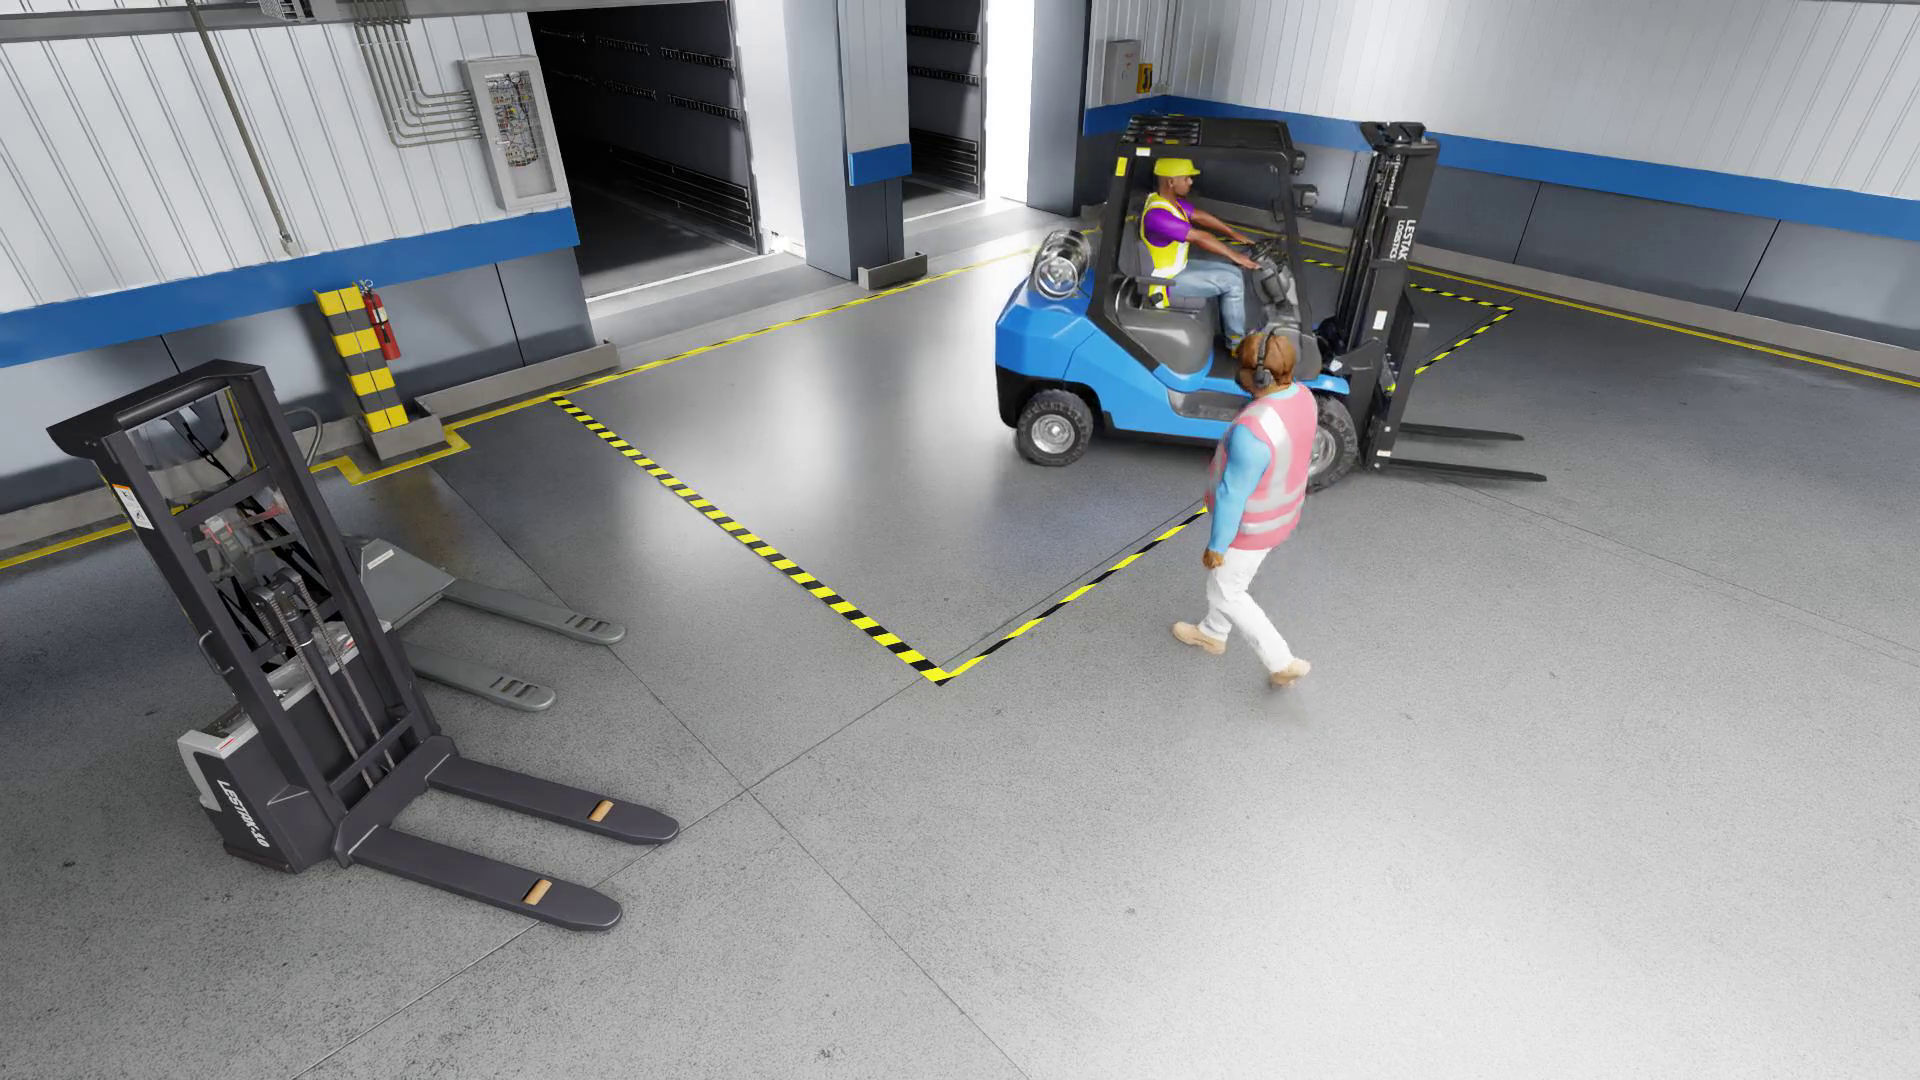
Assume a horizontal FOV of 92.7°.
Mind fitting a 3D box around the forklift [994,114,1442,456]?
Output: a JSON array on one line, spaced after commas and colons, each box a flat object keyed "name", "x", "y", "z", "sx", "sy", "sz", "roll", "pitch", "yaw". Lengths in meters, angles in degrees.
[{"name": "forklift", "x": 1.628, "y": -1.725, "z": 6.195, "sx": 2.680, "sy": 2.036, "sz": 1.157, "roll": 8, "pitch": 35, "yaw": 11}]

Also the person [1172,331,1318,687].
[{"name": "person", "x": 1.405, "y": -0.066, "z": 4.242, "sx": 0.750, "sy": 1.809, "sz": 0.637, "roll": 21, "pitch": 40, "yaw": 28}]

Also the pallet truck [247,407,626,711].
[{"name": "pallet truck", "x": -2.628, "y": 0.038, "z": 4.590, "sx": 1.601, "sy": 1.201, "sz": 0.680, "roll": 12, "pitch": 36, "yaw": 18}]

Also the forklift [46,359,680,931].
[{"name": "forklift", "x": -2.135, "y": 0.422, "z": 3.354, "sx": 1.885, "sy": 1.965, "sz": 0.823, "roll": 10, "pitch": 35, "yaw": 14}]

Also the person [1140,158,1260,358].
[{"name": "person", "x": 1.684, "y": -1.868, "z": 6.072, "sx": 1.004, "sy": 1.294, "sz": 0.635, "roll": 8, "pitch": 35, "yaw": 11}]
